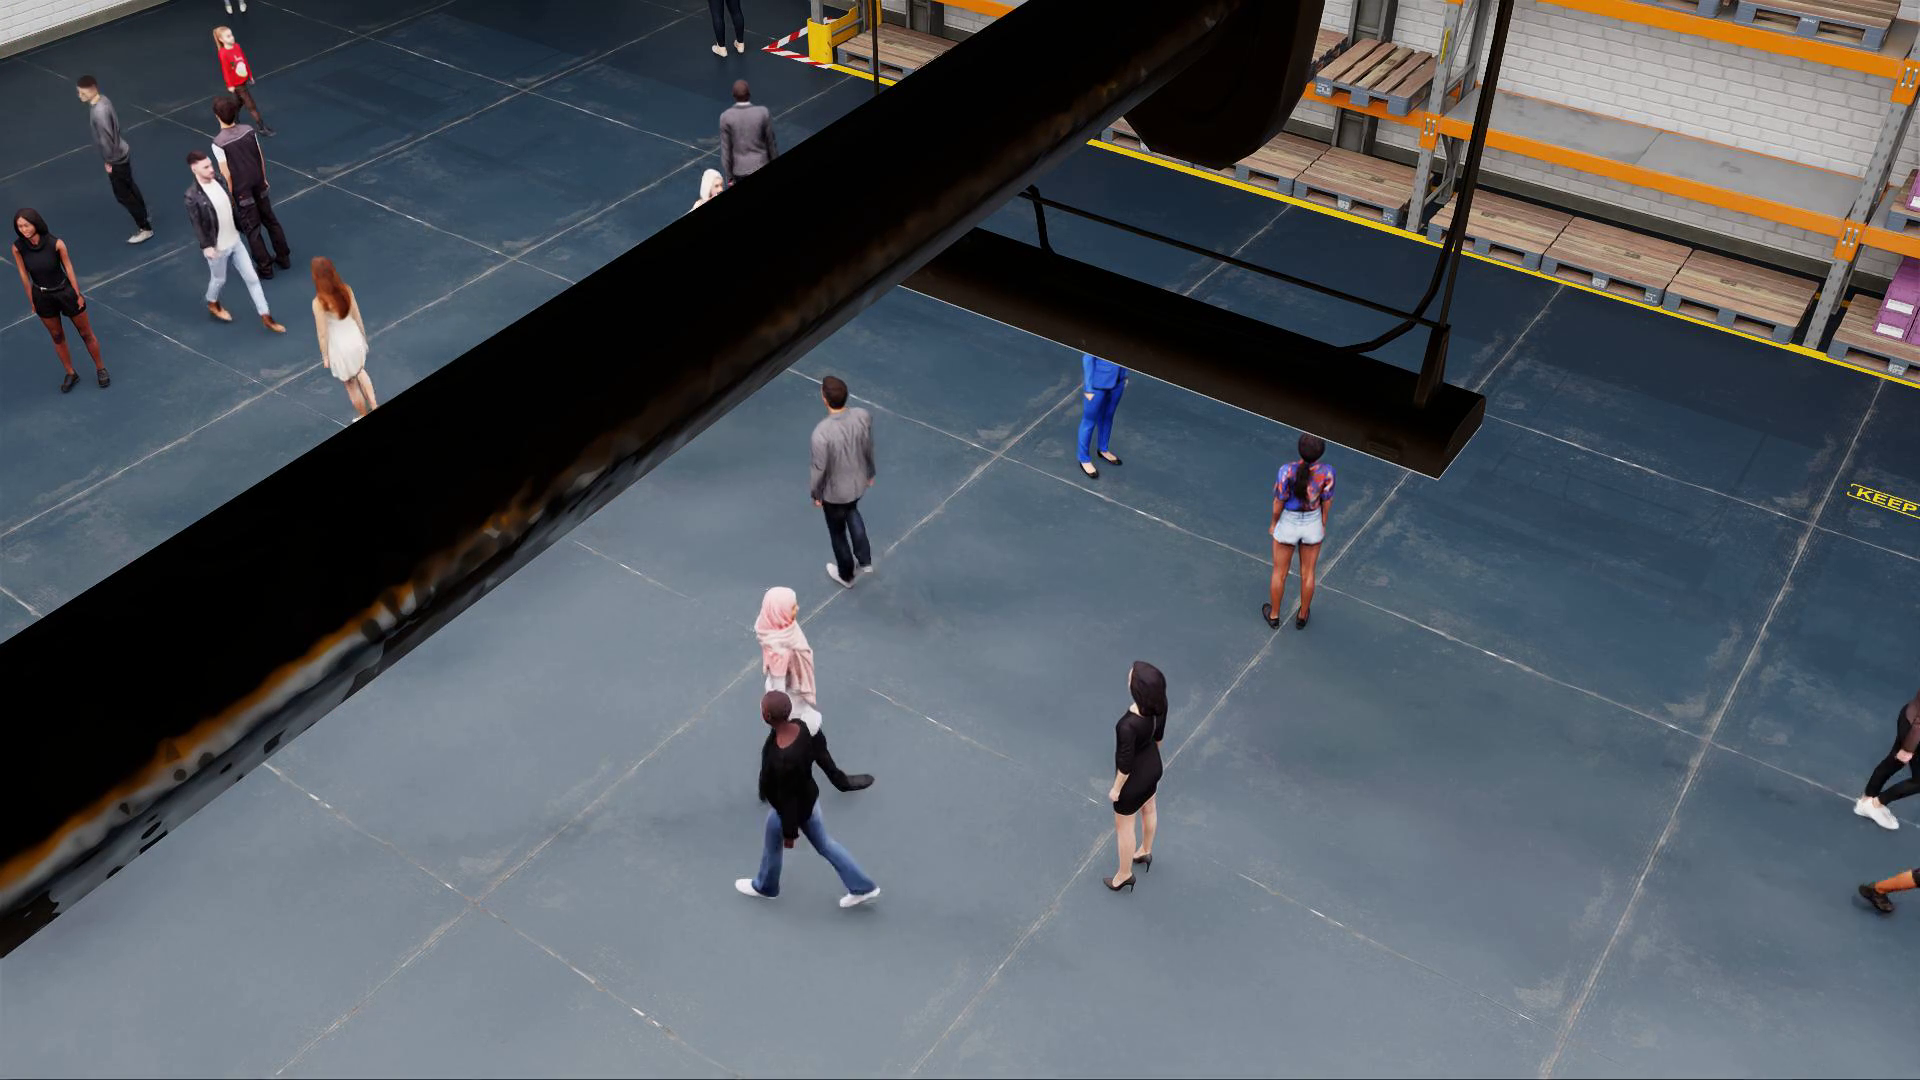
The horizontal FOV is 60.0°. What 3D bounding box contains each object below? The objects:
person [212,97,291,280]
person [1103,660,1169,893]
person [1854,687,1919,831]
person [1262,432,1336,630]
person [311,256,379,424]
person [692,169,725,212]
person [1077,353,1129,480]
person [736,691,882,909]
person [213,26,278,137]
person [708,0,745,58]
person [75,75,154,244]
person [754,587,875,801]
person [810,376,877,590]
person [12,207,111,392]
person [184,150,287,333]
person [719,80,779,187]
[{"bbox_3d":[-6.962,-3.443,16.263,0.565,1.848,0.651,22,44,25],"label":"person"},{"bbox_3d":[1.082,1.453,10.167,0.507,1.805,0.619,29,47,31],"label":"person"},{"bbox_3d":[6.029,1.176,10.604,0.563,1.693,0.637,22,44,25],"label":"person"},{"bbox_3d":[2.469,-0.080,12.136,0.622,1.742,0.728,2,39,2],"label":"person"},{"bbox_3d":[-5.147,-1.614,14.087,0.608,1.707,0.552,24,45,27],"label":"person"},{"bbox_3d":[-2.300,-2.653,15.378,0.693,1.718,0.656,32,48,33],"label":"person"},{"bbox_3d":[1.177,-1.321,13.724,0.674,1.700,0.635,-27,46,-29],"label":"person"},{"bbox_3d":[-0.896,1.618,10.041,1.251,1.704,0.944,7,39,8],"label":"person"},{"bbox_3d":[-8.278,-5.234,18.978,0.955,1.258,0.710,9,39,11],"label":"person"},{"bbox_3d":[-2.949,-6.942,20.677,0.738,1.808,0.744,-20,43,-23],"label":"person"},{"bbox_3d":[-8.592,-3.926,16.950,0.966,1.746,0.776,-7,39,-9],"label":"person"},{"bbox_3d":[-1.195,1.038,10.707,1.086,1.779,1.037,-7,39,-9],"label":"person"},{"bbox_3d":[-0.820,-0.376,12.409,0.771,1.865,0.736,-27,46,-30],"label":"person"},{"bbox_3d":[-7.984,-2.133,14.709,0.668,1.741,0.712,-9,39,-11],"label":"person"},{"bbox_3d":[-6.924,-2.774,15.455,1.171,1.811,0.772,18,42,21],"label":"person"},{"bbox_3d":[-2.082,-3.670,16.585,1.041,1.801,1.083,-3,39,-4],"label":"person"}]
